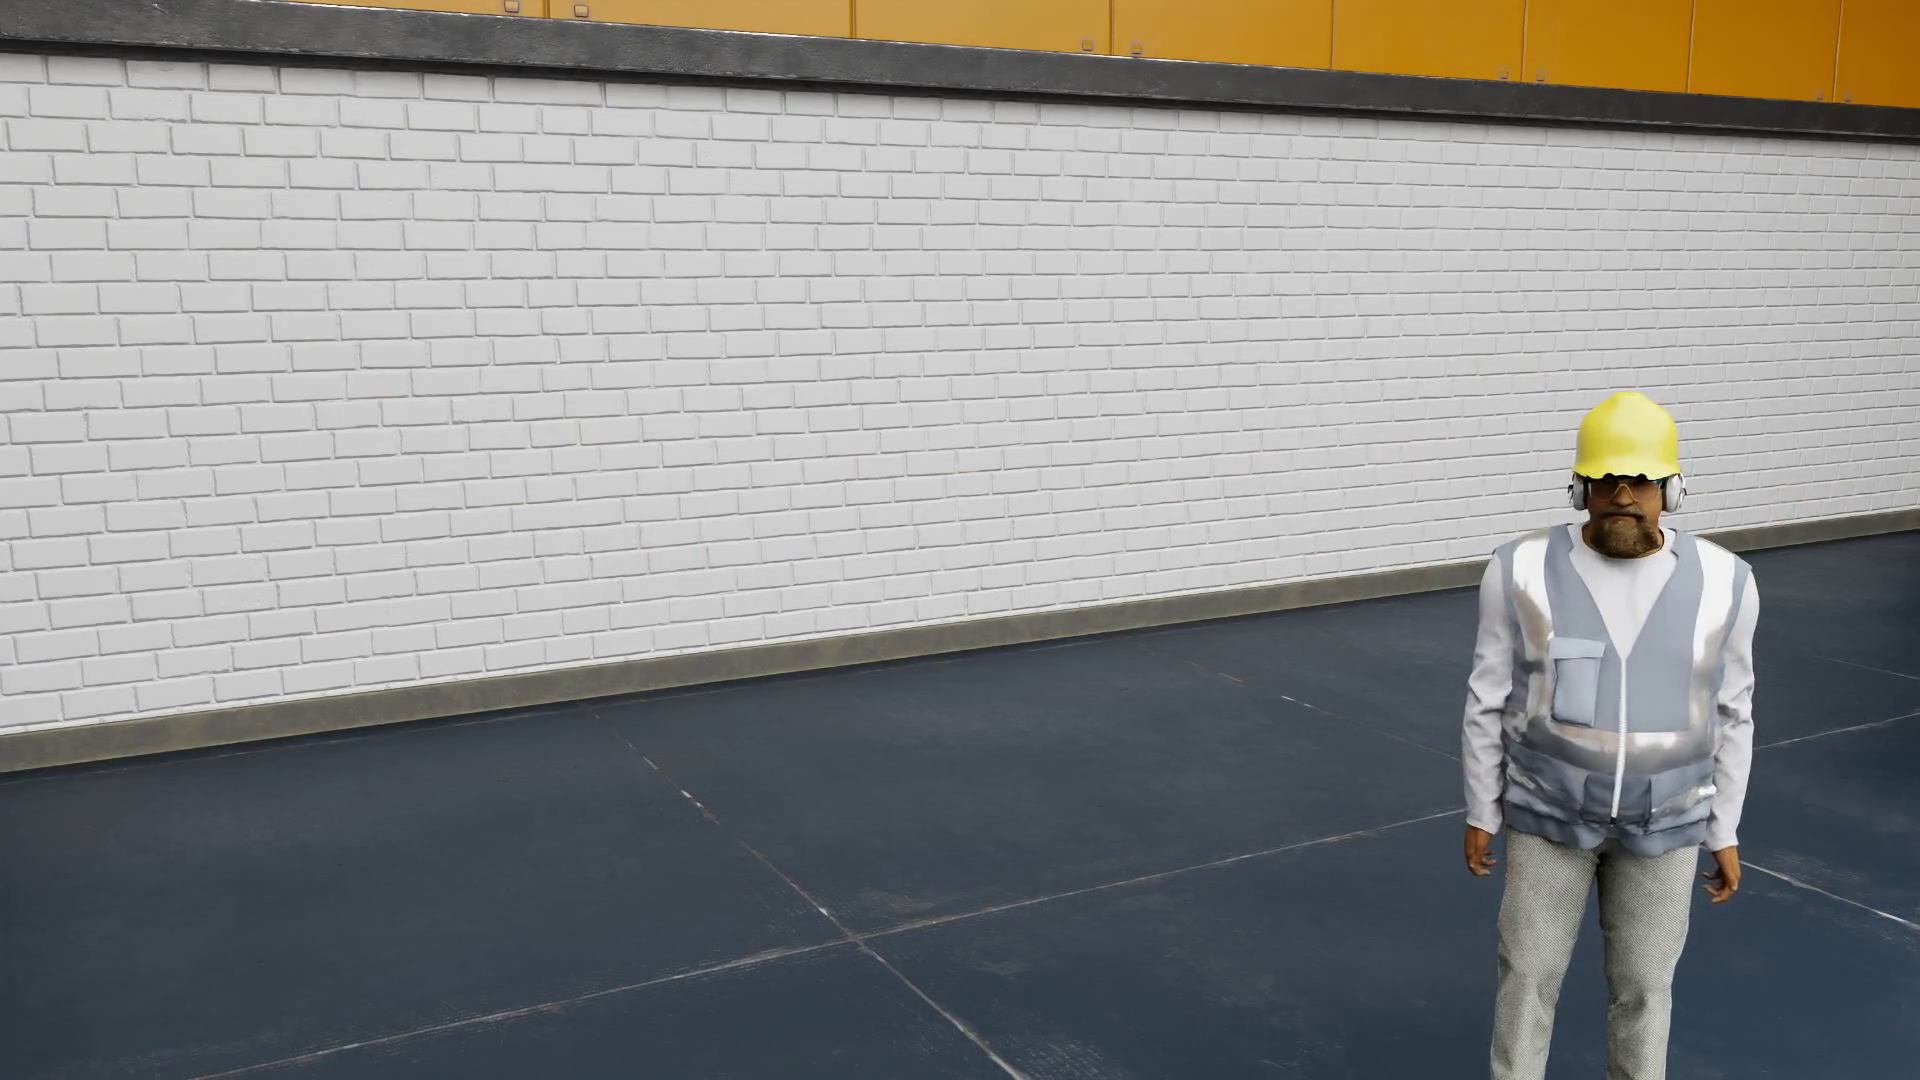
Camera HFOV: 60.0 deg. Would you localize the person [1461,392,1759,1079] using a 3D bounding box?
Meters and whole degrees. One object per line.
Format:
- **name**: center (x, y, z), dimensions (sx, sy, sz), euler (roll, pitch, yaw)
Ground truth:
- **person**: center (1.403, 0.592, 3.635), dimensions (0.600, 1.832, 0.404), euler (2, 10, 14)
